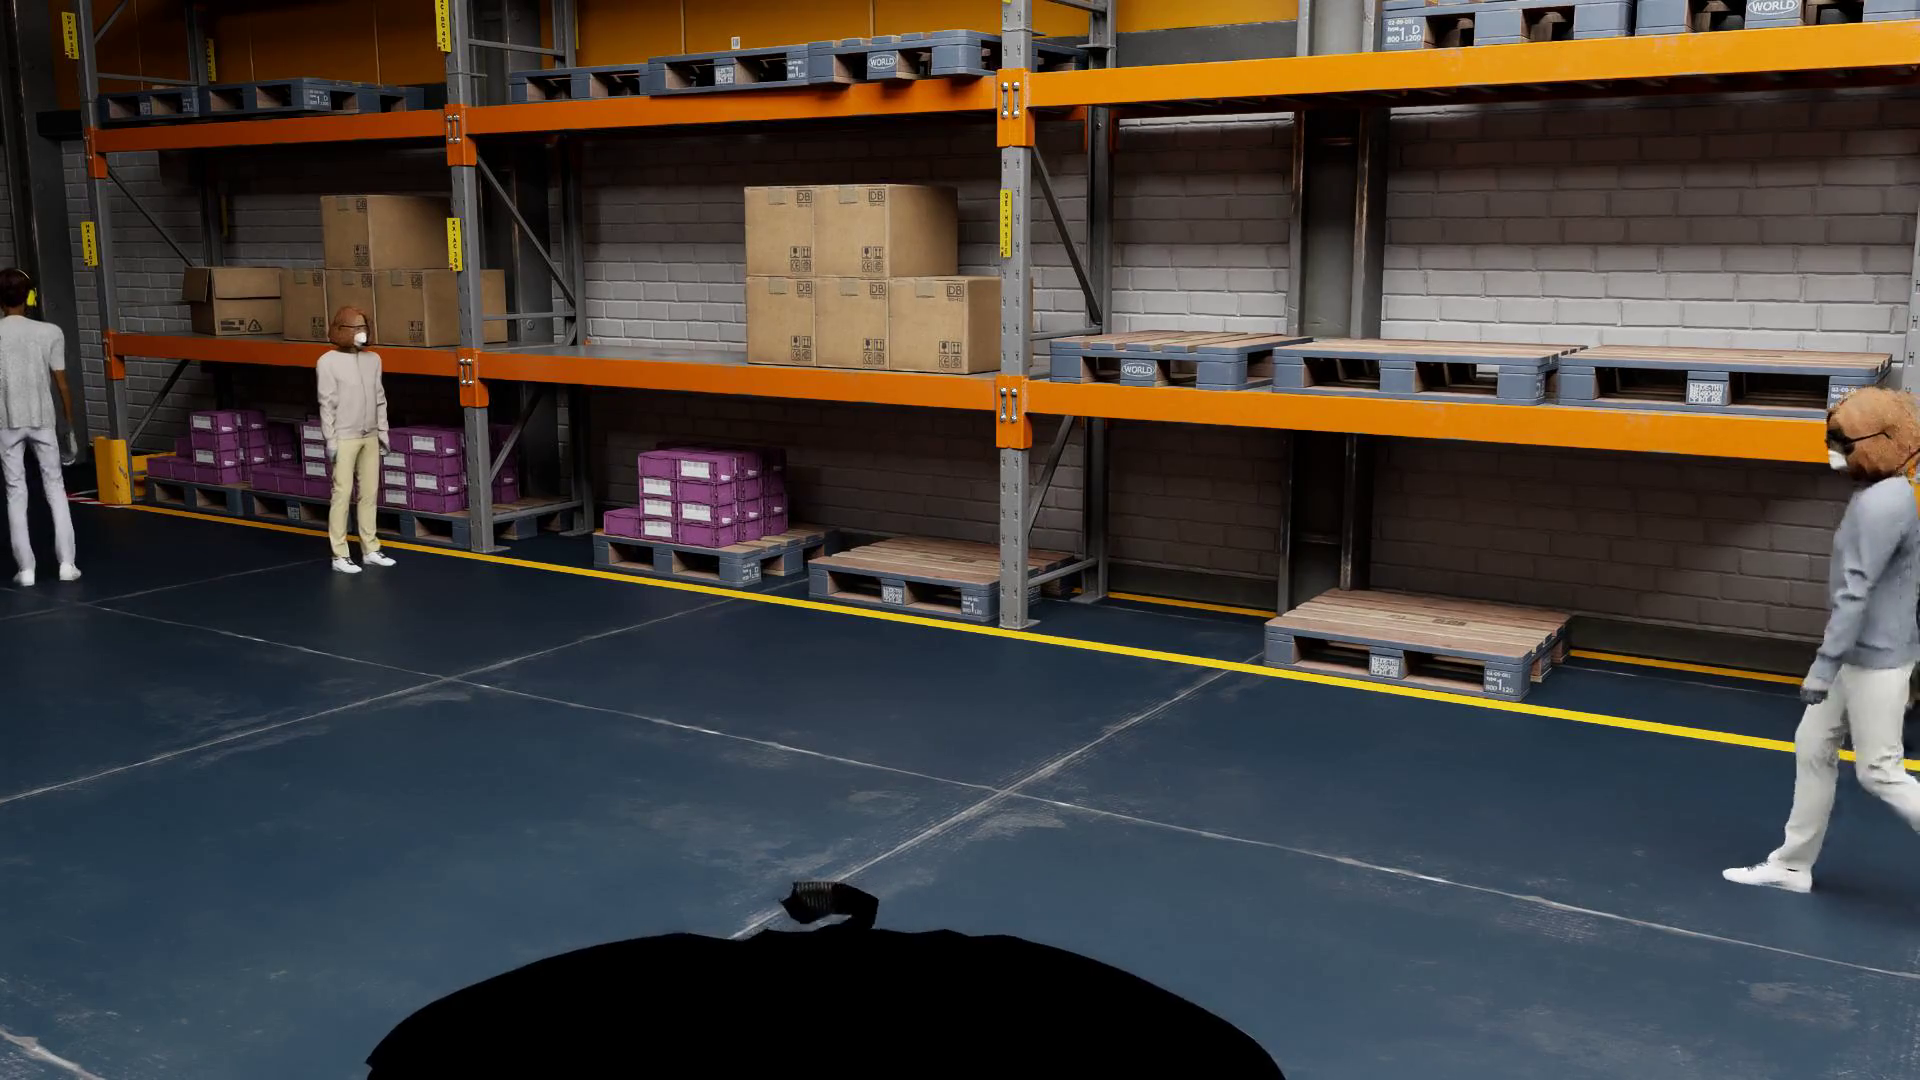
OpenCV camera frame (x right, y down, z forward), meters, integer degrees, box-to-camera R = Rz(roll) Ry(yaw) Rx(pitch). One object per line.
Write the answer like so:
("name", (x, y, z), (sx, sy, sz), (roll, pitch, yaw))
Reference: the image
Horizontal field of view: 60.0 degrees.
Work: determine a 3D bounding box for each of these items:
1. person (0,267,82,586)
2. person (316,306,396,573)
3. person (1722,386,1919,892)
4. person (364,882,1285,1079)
("person", (-5.500, -0.654, 9.743), (0.569, 1.869, 0.337), (-6, 12, -30))
("person", (-3.703, -0.614, 10.193), (0.277, 1.627, 0.497), (5, 11, 25))
("person", (2.740, 0.353, 4.886), (0.718, 1.609, 0.496), (5, 11, 25))
("person", (-0.087, 0.888, 1.045), (0.591, 1.922, 0.392), (-1, 10, -4))
